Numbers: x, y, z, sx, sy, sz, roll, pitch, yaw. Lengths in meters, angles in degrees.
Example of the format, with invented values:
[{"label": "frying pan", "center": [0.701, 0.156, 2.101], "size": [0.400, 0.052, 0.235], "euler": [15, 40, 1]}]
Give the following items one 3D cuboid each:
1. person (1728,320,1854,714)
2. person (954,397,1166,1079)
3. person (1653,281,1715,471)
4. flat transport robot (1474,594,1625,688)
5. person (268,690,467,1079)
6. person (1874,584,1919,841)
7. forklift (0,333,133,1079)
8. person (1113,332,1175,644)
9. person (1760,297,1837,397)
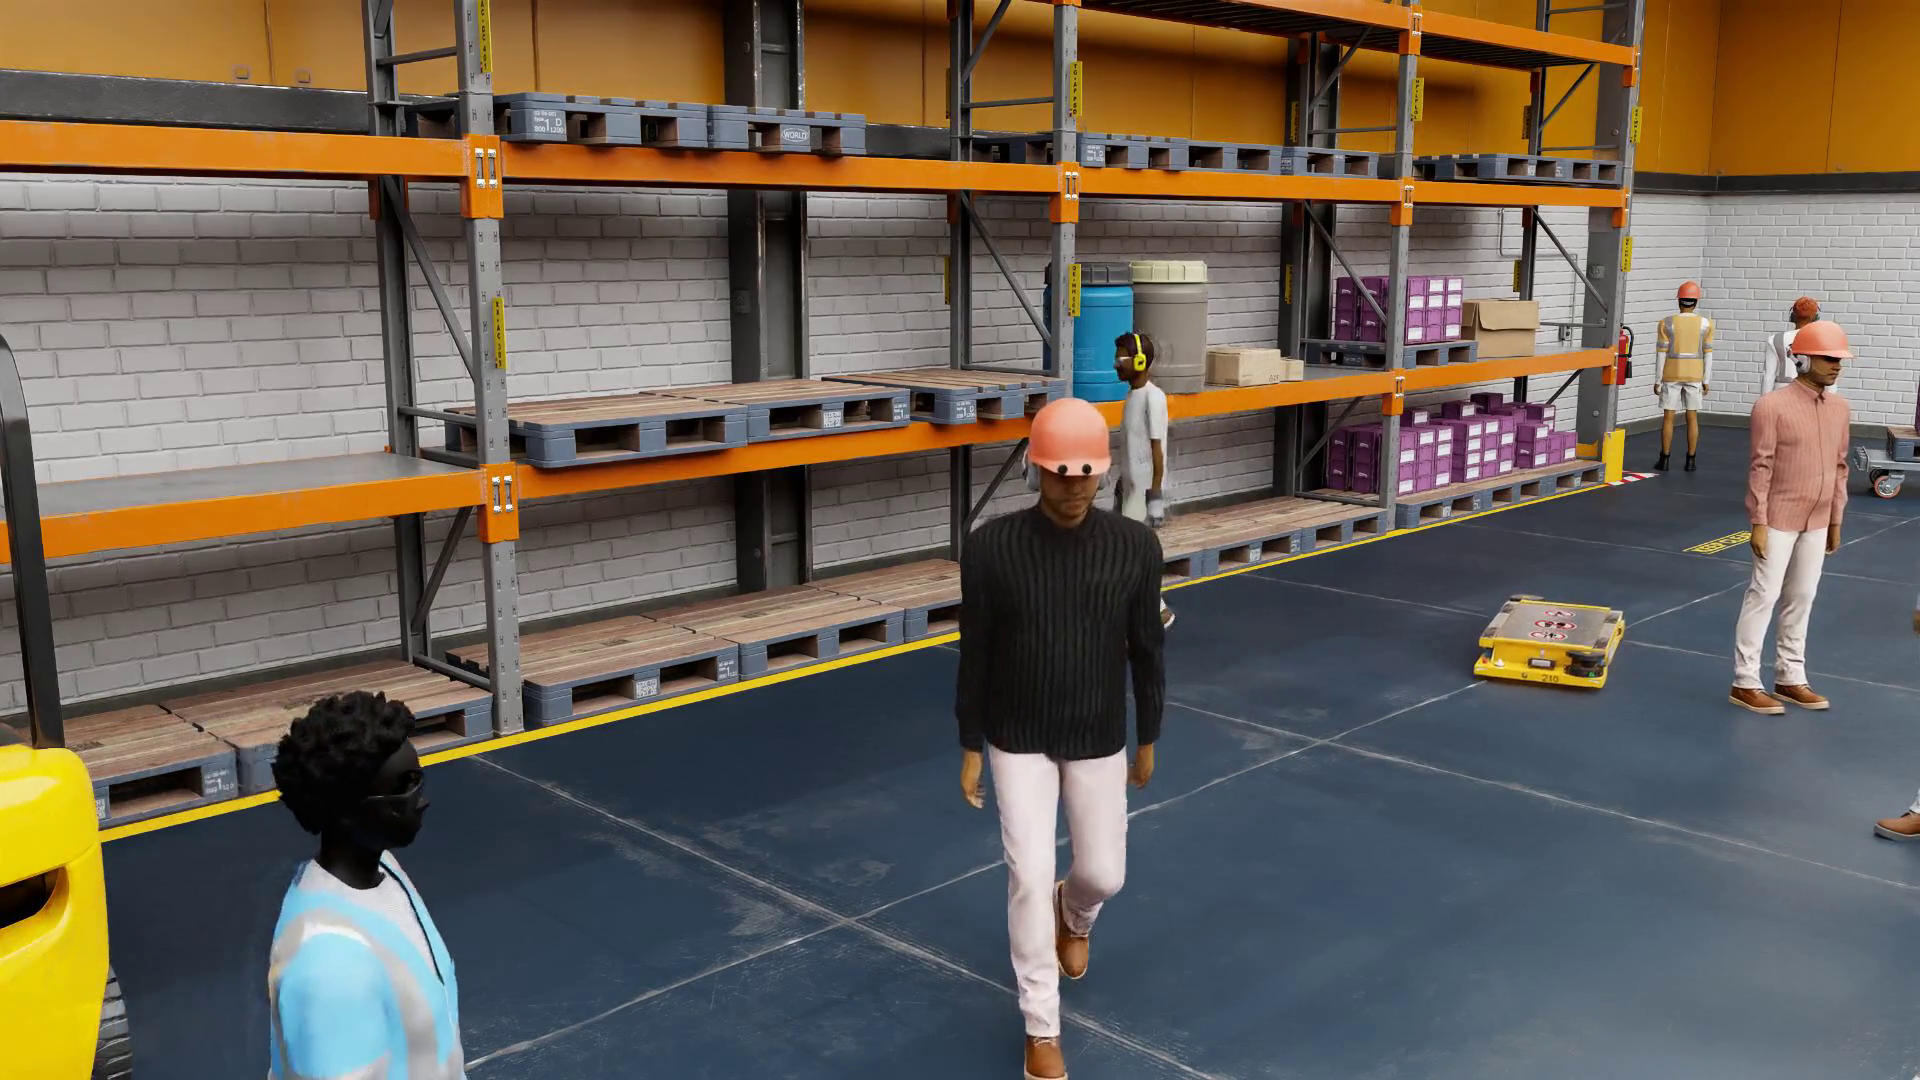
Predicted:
[{"label": "person", "center": [4.231, -0.109, 8.403], "size": [0.616, 1.990, 0.400], "euler": [-4, 11, -20]}, {"label": "person", "center": [0.285, 0.544, 4.883], "size": [0.618, 1.968, 0.687], "euler": [-1, 10, -3]}, {"label": "person", "center": [7.382, -1.665, 17.004], "size": [0.550, 1.937, 0.357], "euler": [3, 11, 14]}, {"label": "flat transport robot", "center": [3.372, 0.555, 9.446], "size": [0.652, 0.197, 1.431], "euler": [5, 12, 25]}, {"label": "person", "center": [-1.027, 1.072, 2.778], "size": [0.444, 1.683, 0.539], "euler": [-2, 11, -9]}, {"label": "person", "center": [3.889, 0.288, 6.350], "size": [0.378, 1.940, 0.628], "euler": [-1, 10, -5]}, {"label": "forklift", "center": [-3.289, 0.485, 4.582], "size": [1.214, 2.155, 2.313], "euler": [-10, 14, -44]}, {"label": "person", "center": [0.996, -0.275, 9.669], "size": [0.395, 1.847, 0.549], "euler": [-2, 11, -11]}, {"label": "person", "center": [7.168, -1.133, 14.248], "size": [0.585, 1.883, 0.343], "euler": [4, 11, 23]}]
